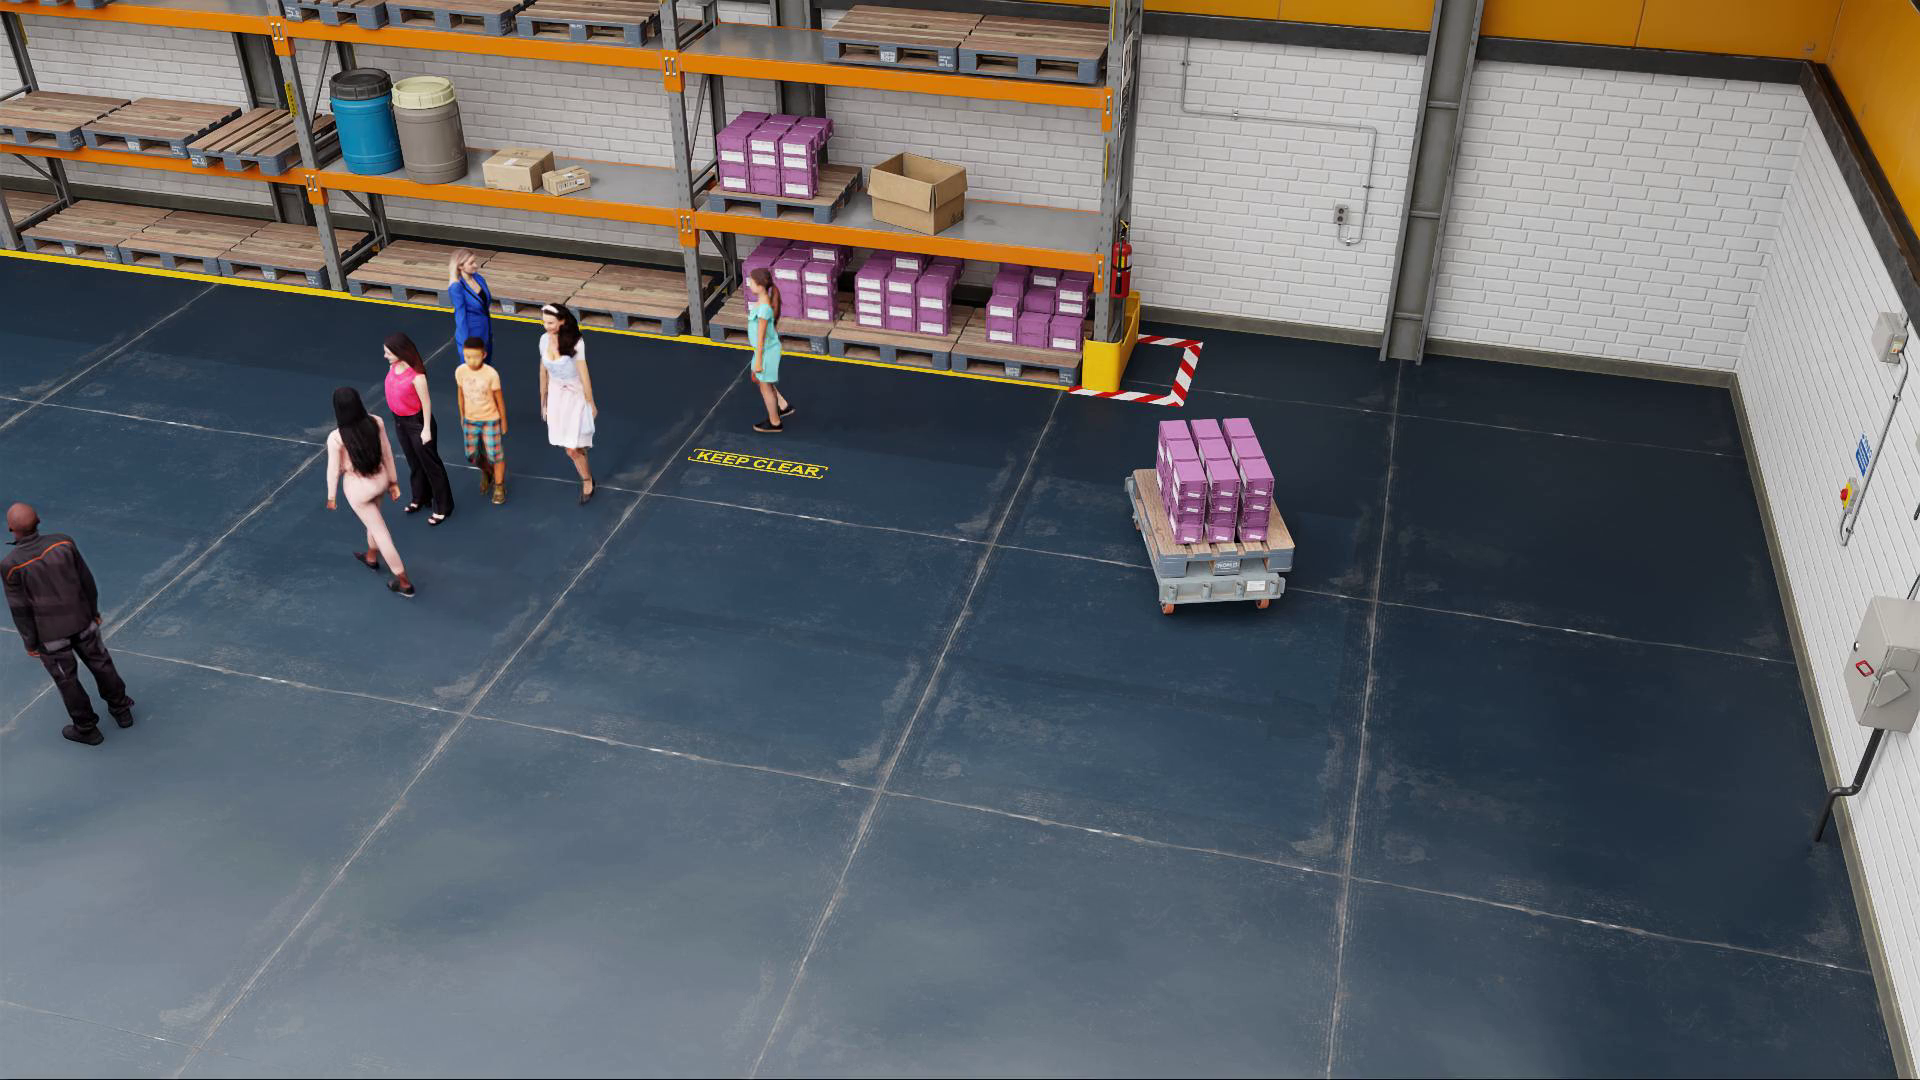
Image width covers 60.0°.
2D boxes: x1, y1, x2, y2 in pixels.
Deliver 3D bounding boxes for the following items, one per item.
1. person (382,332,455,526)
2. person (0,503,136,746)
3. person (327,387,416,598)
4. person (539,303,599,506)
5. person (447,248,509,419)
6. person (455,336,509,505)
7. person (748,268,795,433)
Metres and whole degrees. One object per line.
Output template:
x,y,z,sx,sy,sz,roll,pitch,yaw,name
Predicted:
-4.322,-0.901,13.171,0.588,1.665,0.719,24,41,32,person
-5.863,0.540,10.858,0.741,1.825,0.776,23,40,31,person
-4.303,-0.317,12.270,1.050,1.689,0.811,18,38,25,person
-3.075,-1.106,13.356,0.773,1.801,0.786,13,36,19,person
-4.223,-1.731,14.393,0.564,1.694,0.601,7,34,11,person
-3.865,-1.013,13.528,0.582,1.455,0.666,2,34,3,person
-1.602,-1.622,14.359,0.660,1.550,0.615,0,34,0,person
